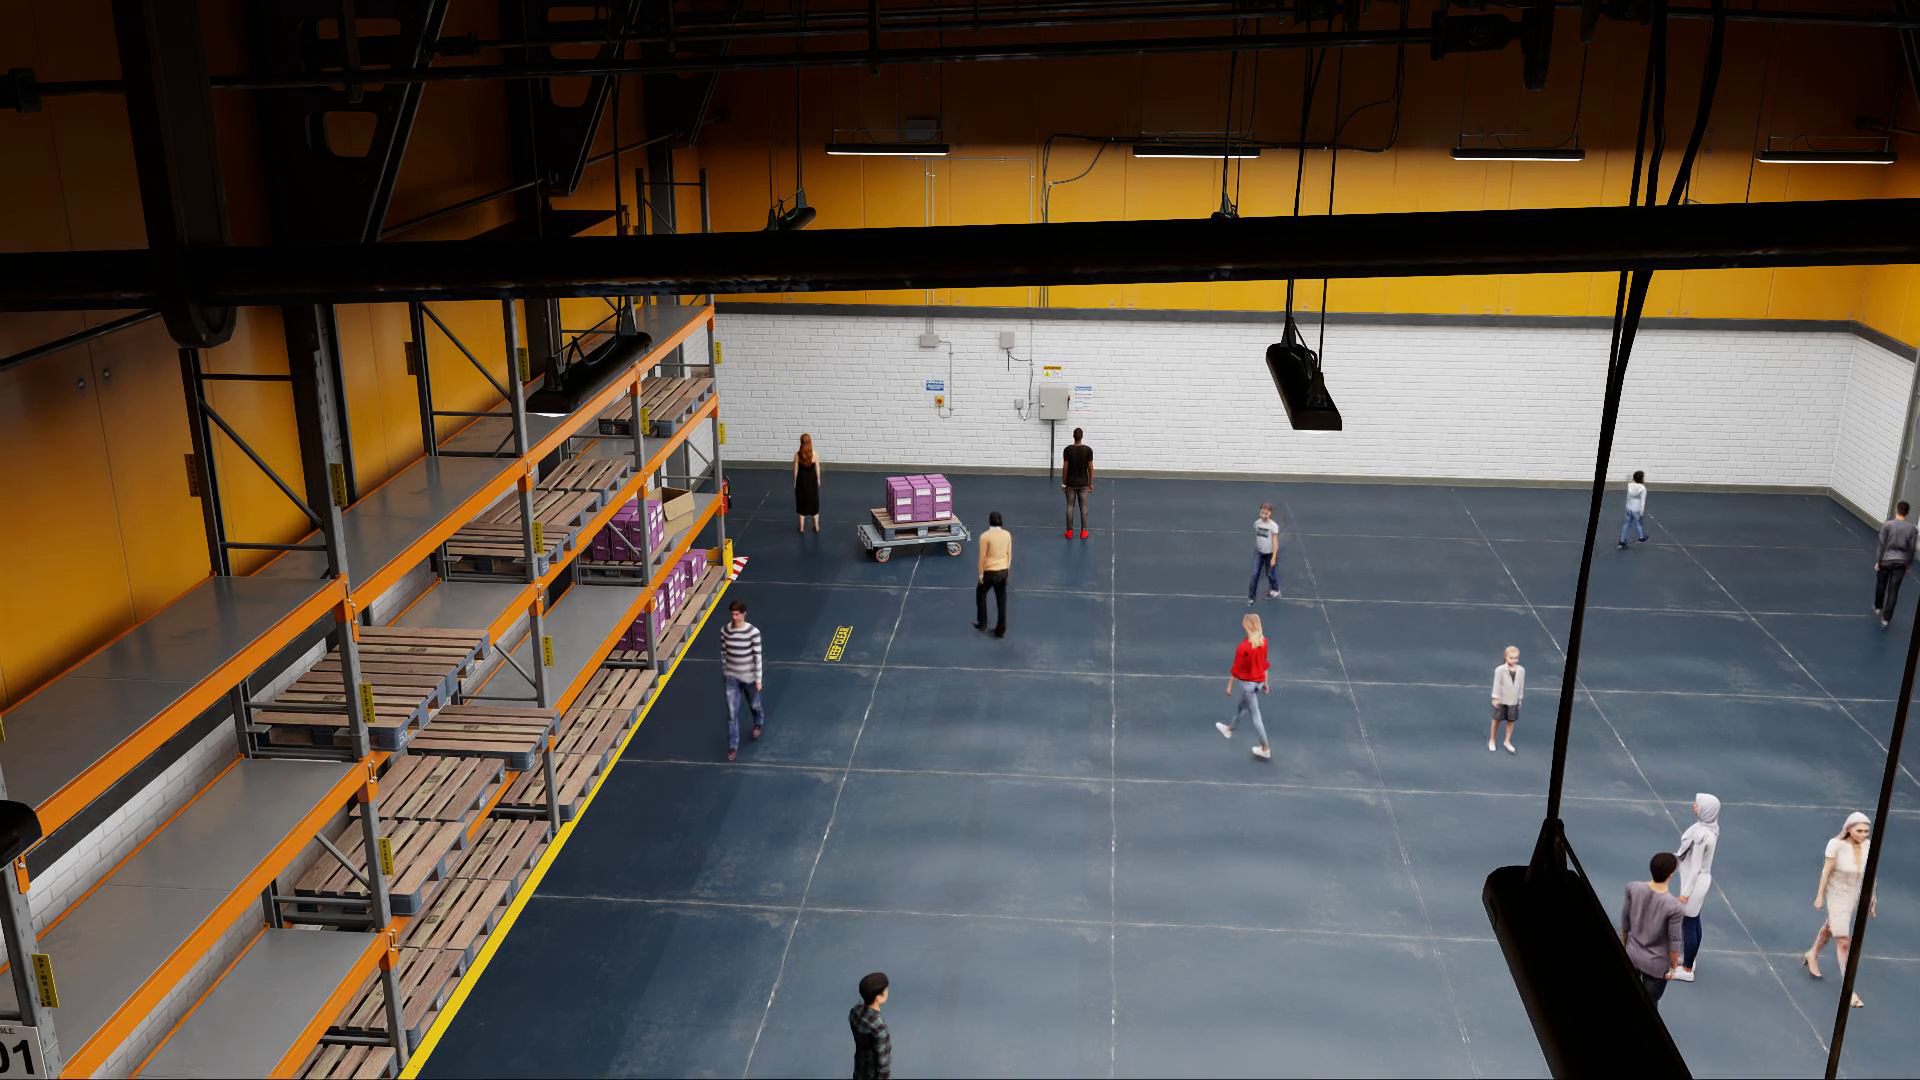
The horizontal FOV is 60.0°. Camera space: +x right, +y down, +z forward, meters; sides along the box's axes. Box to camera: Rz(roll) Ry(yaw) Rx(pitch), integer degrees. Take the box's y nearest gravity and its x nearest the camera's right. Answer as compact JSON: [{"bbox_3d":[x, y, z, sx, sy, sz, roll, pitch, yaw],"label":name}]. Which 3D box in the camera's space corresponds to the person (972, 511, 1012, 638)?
[{"bbox_3d":[0.495,0.485,22.440,0.914,1.737,0.996,-9,21,-25],"label":"person"}]

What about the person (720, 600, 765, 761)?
[{"bbox_3d":[-2.476,1.547,19.177,0.724,1.807,1.197,3,19,10],"label":"person"}]

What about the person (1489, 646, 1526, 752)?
[{"bbox_3d":[6.319,1.821,19.196,0.523,1.275,0.532,0,19,0],"label":"person"}]

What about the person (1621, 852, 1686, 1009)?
[{"bbox_3d":[5.620,3.400,13.609,0.787,1.850,0.720,-15,24,-37],"label":"person"}]

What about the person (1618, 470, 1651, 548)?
[{"bbox_3d":[10.526,-0.466,26.060,0.880,1.229,0.846,-13,23,-35],"label":"person"}]

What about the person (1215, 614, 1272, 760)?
[{"bbox_3d":[3.367,1.704,18.953,1.090,1.652,1.171,-14,23,-36],"label":"person"}]

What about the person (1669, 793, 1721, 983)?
[{"bbox_3d":[6.509,3.062,14.729,0.760,1.775,0.641,13,22,33],"label":"person"}]

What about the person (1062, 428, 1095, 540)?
[{"bbox_3d":[1.862,-0.911,26.479,0.659,1.805,0.522,1,19,2],"label":"person"}]

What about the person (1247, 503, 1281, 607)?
[{"bbox_3d":[4.379,0.173,23.699,0.906,1.524,1.155,14,23,36],"label":"person"}]

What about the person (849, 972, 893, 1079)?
[{"bbox_3d":[-0.691,4.033,12.454,0.837,1.707,0.765,-11,21,-29],"label":"person"}]

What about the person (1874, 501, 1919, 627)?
[{"bbox_3d":[12.824,0.356,22.844,0.910,1.724,1.236,8,20,23],"label":"person"}]

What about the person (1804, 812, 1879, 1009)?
[{"bbox_3d":[7.699,3.147,14.604,0.745,1.694,1.149,-2,19,-5],"label":"person"}]

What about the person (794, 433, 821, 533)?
[{"bbox_3d":[-2.467,-0.926,26.807,0.654,1.623,0.663,-4,19,-11],"label":"person"}]
